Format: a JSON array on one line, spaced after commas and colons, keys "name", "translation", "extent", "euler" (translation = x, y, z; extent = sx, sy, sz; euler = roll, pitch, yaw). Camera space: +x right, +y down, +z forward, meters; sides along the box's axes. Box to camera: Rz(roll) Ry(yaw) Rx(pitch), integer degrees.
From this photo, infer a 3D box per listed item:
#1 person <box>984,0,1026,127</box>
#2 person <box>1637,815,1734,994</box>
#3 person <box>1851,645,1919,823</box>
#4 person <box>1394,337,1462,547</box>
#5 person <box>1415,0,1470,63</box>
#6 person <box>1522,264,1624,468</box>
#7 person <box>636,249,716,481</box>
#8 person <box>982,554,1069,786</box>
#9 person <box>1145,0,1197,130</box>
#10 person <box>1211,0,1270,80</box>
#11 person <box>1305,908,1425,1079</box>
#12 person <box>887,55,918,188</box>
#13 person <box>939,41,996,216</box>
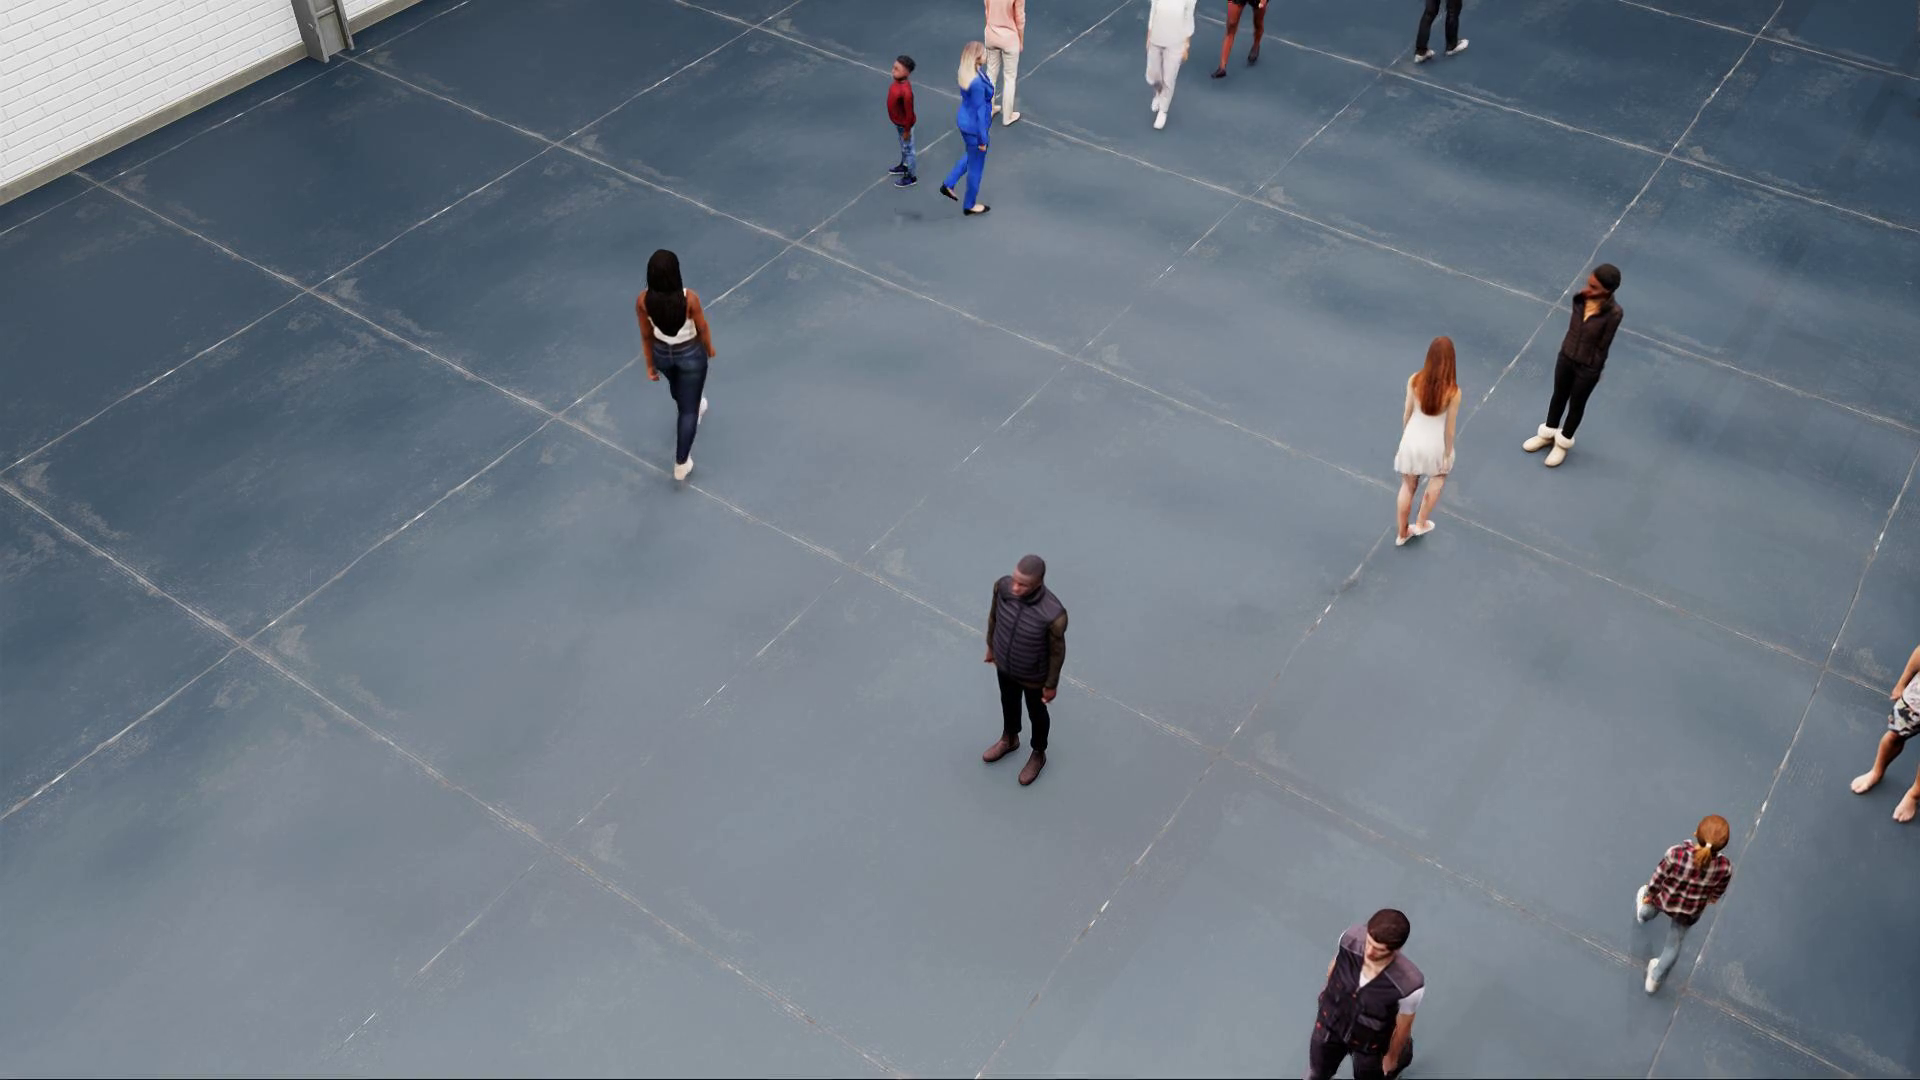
[{"name": "person", "translation": [0.405, -4.833, 15.982], "extent": [0.611, 1.725, 0.552], "euler": [20, 47, 20]}, {"name": "person", "translation": [3.945, 2.018, 9.116], "extent": [0.685, 1.276, 0.924], "euler": [14, 45, 14]}, {"name": "person", "translation": [5.849, 0.929, 9.871], "extent": [0.645, 1.811, 0.715], "euler": [-33, 53, -30]}, {"name": "person", "translation": [3.186, -0.620, 11.587], "extent": [0.585, 1.687, 0.616], "euler": [30, 51, 28]}, {"name": "person", "translation": [4.861, -5.668, 16.841], "extent": [0.957, 1.748, 0.789], "euler": [-28, 50, -26]}, {"name": "person", "translation": [4.616, -1.334, 12.352], "extent": [0.695, 1.666, 0.636], "euler": [-34, 53, -30]}, {"name": "person", "translation": [-2.078, -1.258, 12.200], "extent": [0.965, 1.764, 1.279], "euler": [7, 44, 7]}, {"name": "person", "translation": [0.396, 0.750, 10.039], "extent": [0.712, 1.838, 0.590], "euler": [31, 51, 28]}, {"name": "person", "translation": [2.015, -4.817, 15.997], "extent": [0.701, 1.680, 0.772], "euler": [15, 46, 15]}, {"name": "person", "translation": [2.958, -5.531, 16.746], "extent": [0.694, 1.681, 1.191], "euler": [20, 47, 20]}, {"name": "person", "translation": [2.064, 2.375, 8.344], "extent": [1.134, 1.824, 0.826], "euler": [-31, 52, -28]}, {"name": "person", "translation": [-0.510, -3.877, 15.318], "extent": [0.641, 1.256, 0.587], "euler": [-9, 44, -10]}, {"name": "person", "translation": [0.029, -3.624, 14.738], "extent": [0.867, 1.689, 0.809], "euler": [-13, 45, -13]}]
